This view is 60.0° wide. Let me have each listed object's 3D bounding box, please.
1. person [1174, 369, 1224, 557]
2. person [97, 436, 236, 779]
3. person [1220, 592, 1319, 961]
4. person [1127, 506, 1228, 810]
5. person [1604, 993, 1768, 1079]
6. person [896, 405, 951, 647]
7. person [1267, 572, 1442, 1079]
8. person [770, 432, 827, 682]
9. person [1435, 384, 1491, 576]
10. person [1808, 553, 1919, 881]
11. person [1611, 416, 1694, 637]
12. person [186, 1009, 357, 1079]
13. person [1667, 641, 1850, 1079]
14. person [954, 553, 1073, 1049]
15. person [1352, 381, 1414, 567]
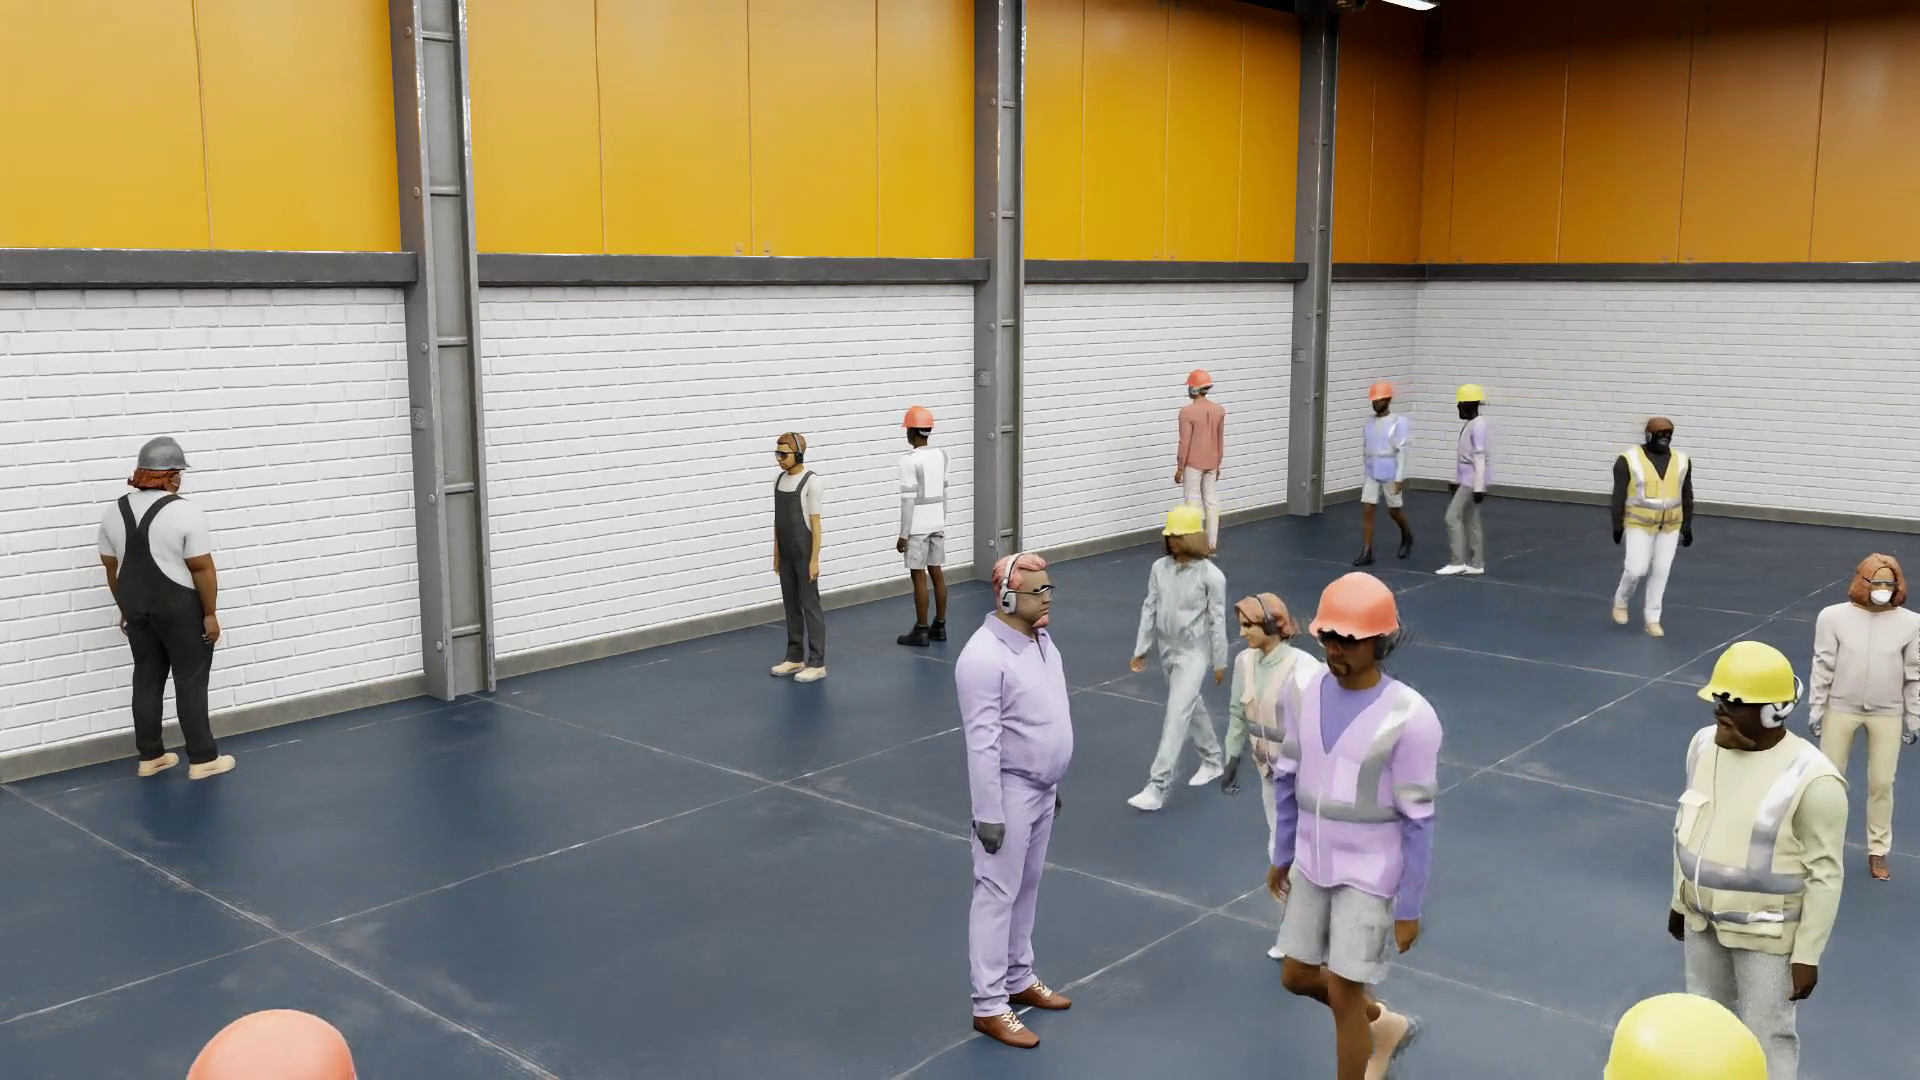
[{"bbox_3d":[2.504,-0.792,17.491,0.630,1.990,0.390,-6,11,-35],"label":"person"},{"bbox_3d":[-4.675,0.393,9.889,0.682,2.000,0.536,2,9,13],"label":"person"},{"bbox_3d":[1.433,1.018,7.295,0.487,1.604,0.536,-5,10,-28],"label":"person"},{"bbox_3d":[1.261,0.643,9.421,0.943,1.691,0.489,-8,12,-41],"label":"person"},{"bbox_3d":[1.111,1.633,2.568,0.617,1.885,0.926,-1,9,-7],"label":"person"},{"bbox_3d":[-0.320,-0.110,13.368,0.377,1.938,0.547,7,12,39],"label":"person"},{"bbox_3d":[1.348,1.086,5.599,0.641,2.022,0.625,-6,11,-35],"label":"person"},{"bbox_3d":[-1.201,0.118,12.259,0.505,1.842,0.332,8,12,43],"label":"person"},{"bbox_3d":[4.948,-0.588,16.467,0.615,1.908,0.604,2,9,12],"label":"person"},{"bbox_3d":[4.470,0.868,8.222,0.511,1.627,0.284,4,10,24],"label":"person"},{"bbox_3d":[5.727,-0.119,13.780,0.631,1.824,0.465,0,9,-1],"label":"person"},{"bbox_3d":[-1.006,1.626,2.486,0.617,1.940,1.041,1,9,6],"label":"person"},{"bbox_3d":[2.516,1.219,5.364,0.403,1.827,0.600,-3,10,-21],"label":"person"},{"bbox_3d":[0.240,0.994,6.537,0.409,1.909,0.639,4,10,24],"label":"person"},{"bbox_3d":[4.402,-0.695,17.141,0.859,1.913,0.550,-9,13,-44],"label":"person"}]
